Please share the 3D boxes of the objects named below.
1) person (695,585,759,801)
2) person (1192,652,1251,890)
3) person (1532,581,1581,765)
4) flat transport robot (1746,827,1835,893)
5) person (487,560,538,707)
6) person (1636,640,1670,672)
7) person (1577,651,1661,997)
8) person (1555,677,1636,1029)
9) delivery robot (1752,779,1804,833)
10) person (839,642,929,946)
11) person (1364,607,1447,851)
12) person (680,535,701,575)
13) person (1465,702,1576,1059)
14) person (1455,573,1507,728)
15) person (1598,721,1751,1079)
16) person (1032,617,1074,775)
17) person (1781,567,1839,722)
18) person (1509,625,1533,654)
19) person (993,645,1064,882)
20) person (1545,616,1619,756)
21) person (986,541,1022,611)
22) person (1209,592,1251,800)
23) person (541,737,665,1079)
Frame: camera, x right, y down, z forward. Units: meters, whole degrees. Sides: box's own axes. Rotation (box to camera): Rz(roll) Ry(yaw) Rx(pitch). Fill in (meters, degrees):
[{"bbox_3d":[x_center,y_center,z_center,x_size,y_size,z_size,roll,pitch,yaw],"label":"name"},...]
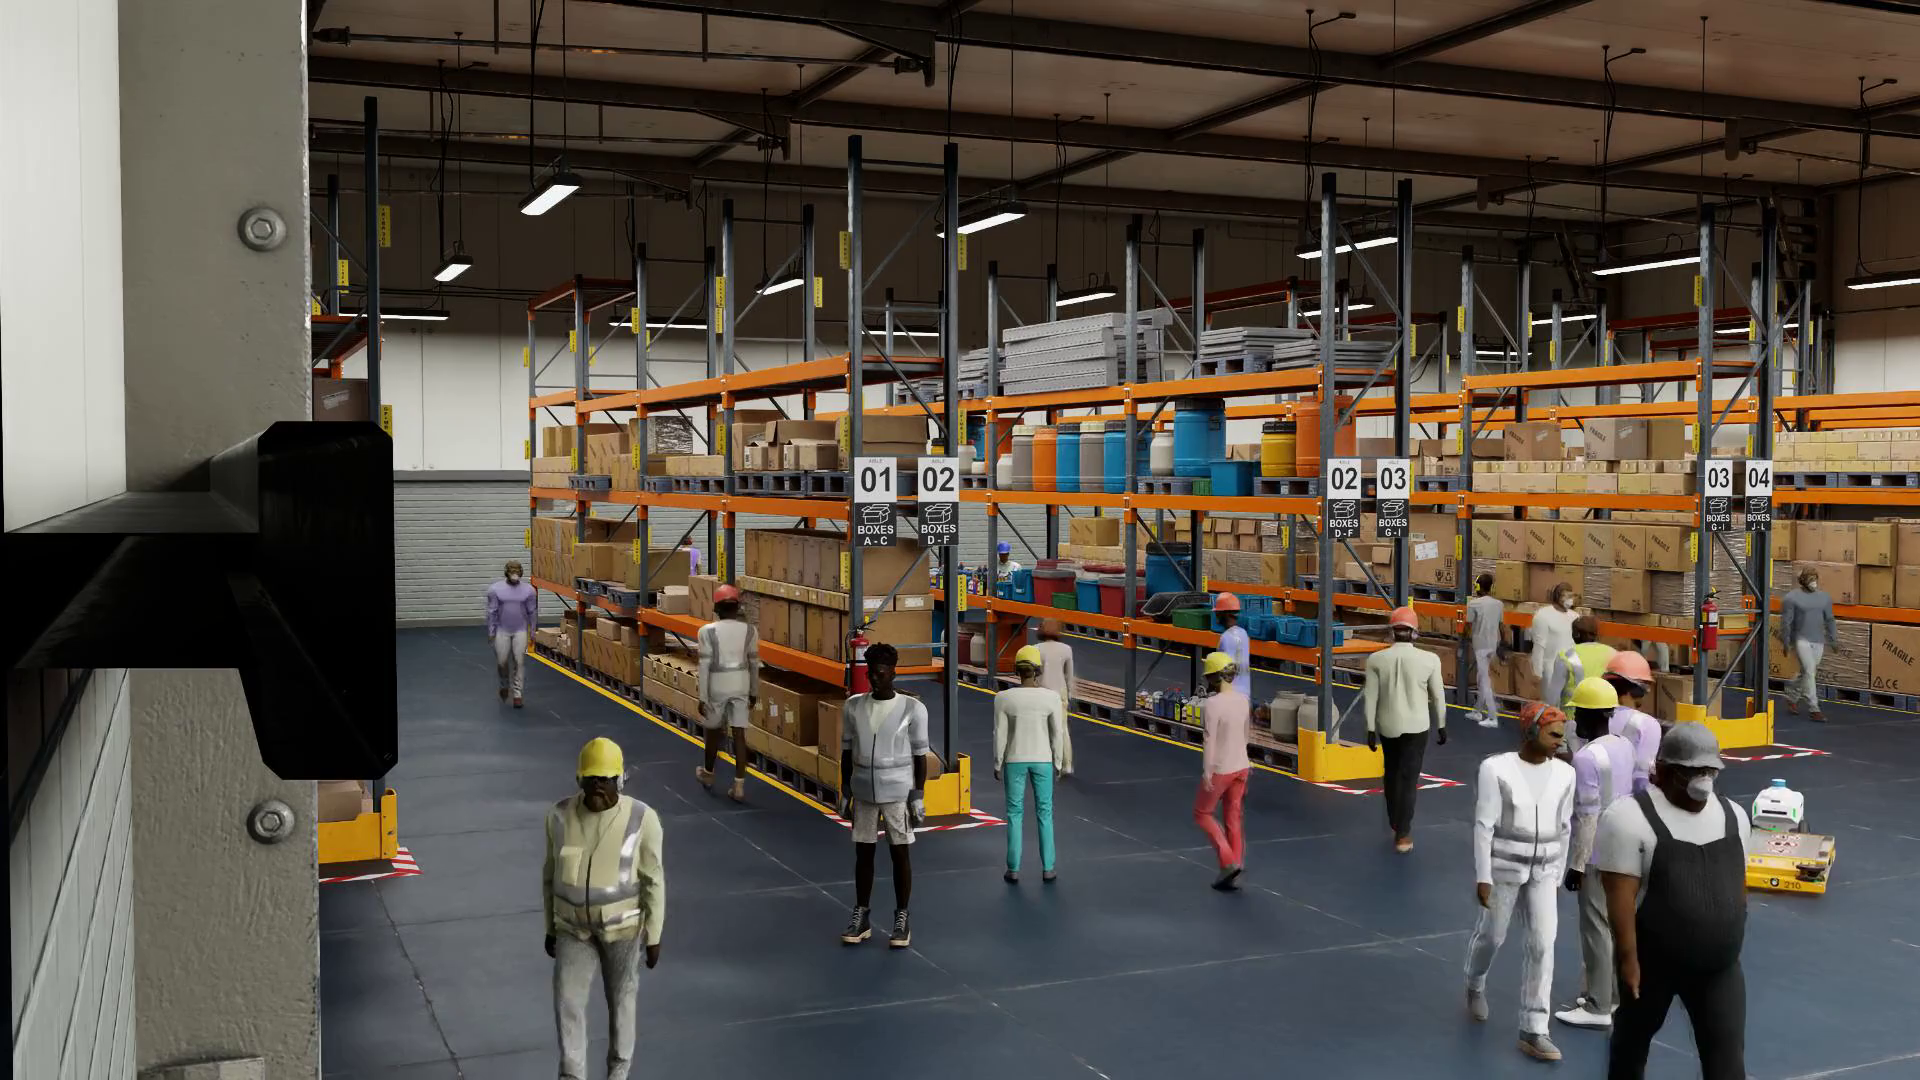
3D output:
[{"bbox_3d":[-2.223,1.423,16.963,0.641,1.991,1.018,-1,2,-25],"label":"person"},{"bbox_3d":[1.924,1.694,13.153,0.559,1.737,0.396,-2,3,-45],"label":"person"},{"bbox_3d":[6.271,1.387,18.842,0.657,1.925,0.494,-1,2,-25],"label":"person"},{"bbox_3d":[6.268,2.423,13.644,0.652,0.197,1.431,1,3,29],"label":"flat transport robot"},{"bbox_3d":[-5.847,1.214,23.418,0.646,1.920,0.482,-1,2,-16],"label":"person"},{"bbox_3d":[9.203,1.224,23.767,0.614,1.869,1.004,0,2,-12],"label":"person"},{"bbox_3d":[3.908,1.665,10.522,0.639,2.012,0.656,-1,2,-26],"label":"person"},{"bbox_3d":[3.541,1.726,9.980,0.367,1.927,0.584,2,3,41],"label":"person"},{"bbox_3d":[6.687,2.198,14.640,0.477,0.478,0.707,1,2,29],"label":"delivery robot"},{"bbox_3d":[-0.507,1.642,11.660,0.600,1.967,0.369,1,2,17],"label":"person"},{"bbox_3d":[3.700,1.529,14.792,0.622,1.950,0.976,1,2,27],"label":"person"},{"bbox_3d":[-5.333,0.809,34.930,0.565,1.847,0.396,-1,2,-15],"label":"person"},{"bbox_3d":[3.018,1.784,9.707,0.601,1.844,0.898,0,2,-5],"label":"person"},{"bbox_3d":[6.280,1.327,21.723,0.509,1.833,0.846,-1,2,-25],"label":"person"},{"bbox_3d":[3.183,1.772,7.867,0.702,2.000,1.057,0,2,-5],"label":"person"},{"bbox_3d":[0.933,1.581,18.210,0.507,1.580,0.842,-1,2,-18],"label":"person"},{"bbox_3d":[10.567,1.271,22.373,0.646,1.898,1.000,0,2,-7],"label":"person"},{"bbox_3d":[8.435,1.221,26.643,0.544,1.647,0.865,0,2,-3],"label":"person"},{"bbox_3d":[0.511,1.674,13.448,0.533,1.765,0.324,0,2,-2],"label":"person"},{"bbox_3d":[5.482,1.566,15.863,0.654,1.789,0.945,0,2,-13],"label":"person"},{"bbox_3d":[0.706,0.993,28.854,0.618,1.944,0.396,0,2,5],"label":"person"},{"bbox_3d":[2.529,1.462,16.901,0.419,1.926,0.546,1,2,25],"label":"person"},{"bbox_3d":[-1.713,1.841,8.469,0.616,1.803,0.764,0,2,4],"label":"person"}]
